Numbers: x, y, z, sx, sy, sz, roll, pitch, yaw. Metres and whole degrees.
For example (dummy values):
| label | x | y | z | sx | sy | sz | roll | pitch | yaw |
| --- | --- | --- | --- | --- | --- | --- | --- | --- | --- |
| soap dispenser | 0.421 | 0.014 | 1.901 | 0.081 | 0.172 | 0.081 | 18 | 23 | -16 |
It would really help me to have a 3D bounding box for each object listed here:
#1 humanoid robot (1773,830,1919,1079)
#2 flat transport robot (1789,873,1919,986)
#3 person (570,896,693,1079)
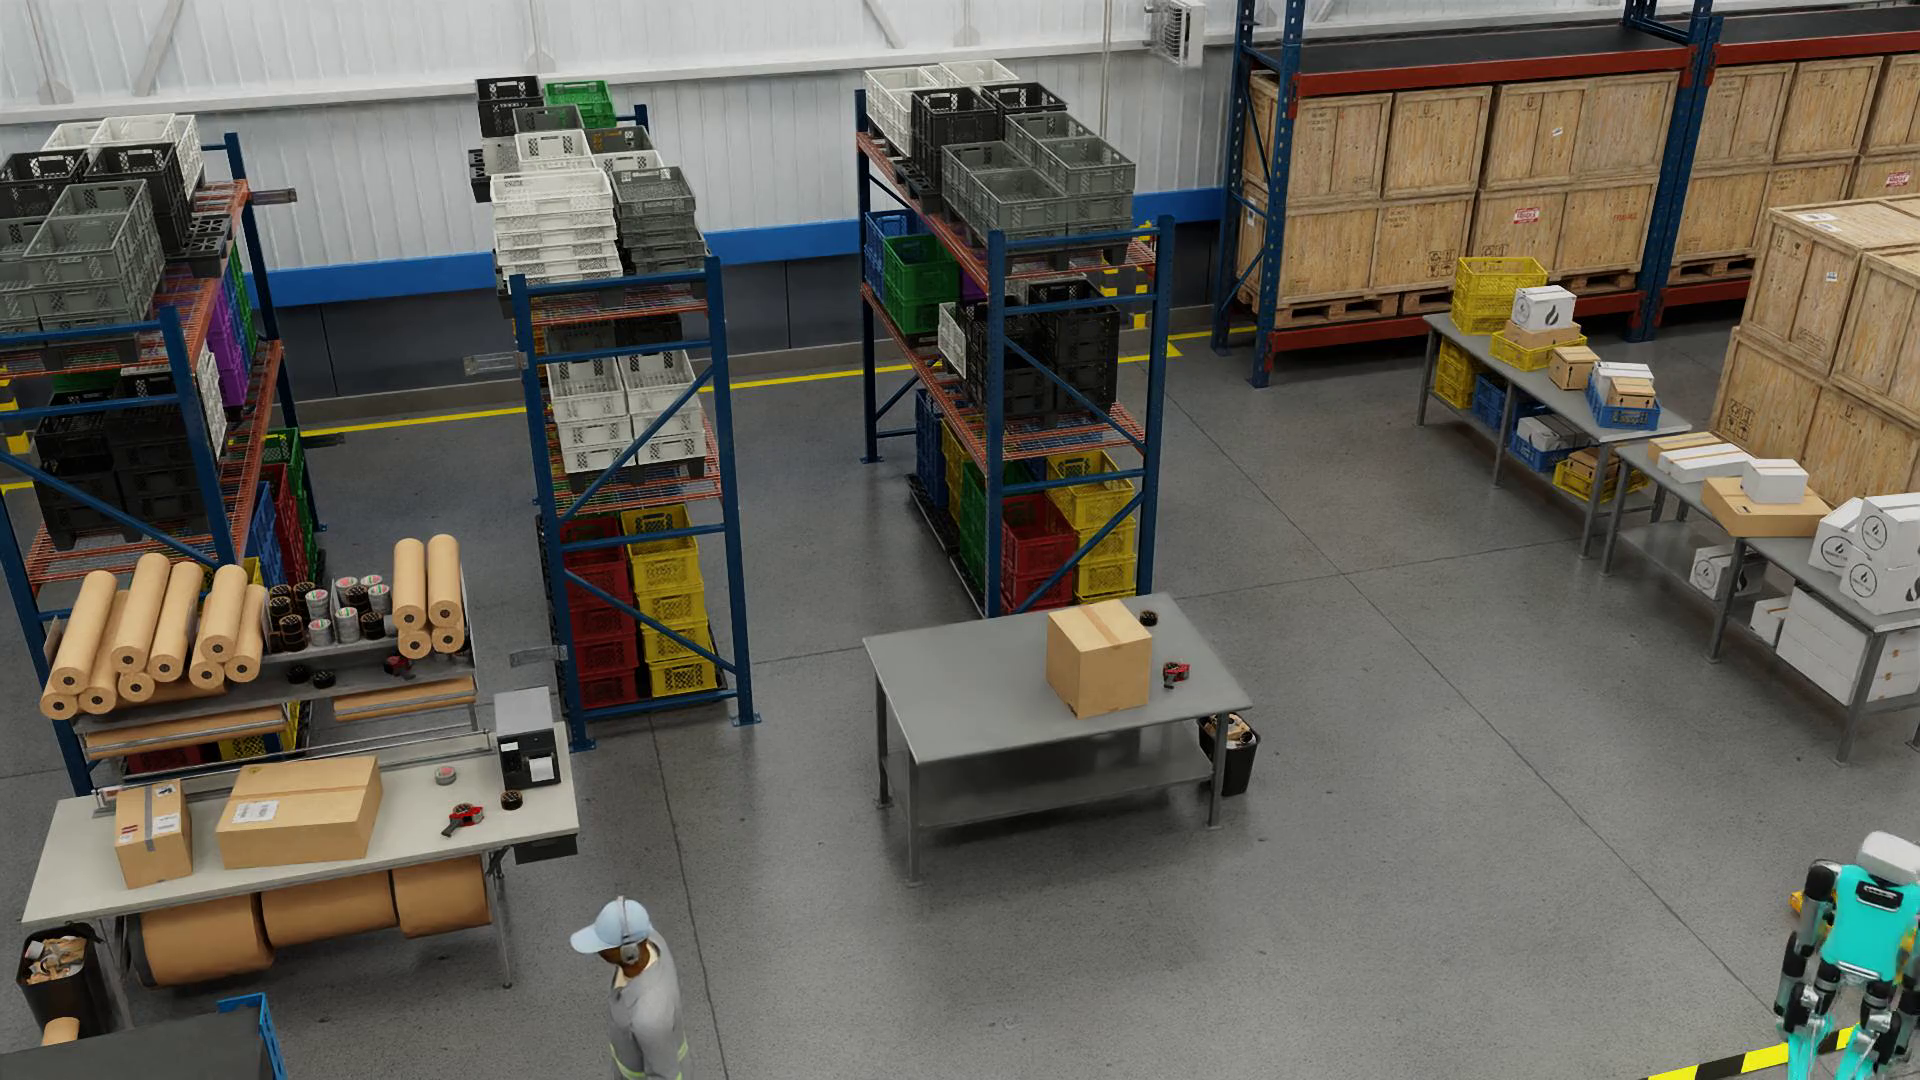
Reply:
| label | x | y | z | sx | sy | sz | roll | pitch | yaw |
| --- | --- | --- | --- | --- | --- | --- | --- | --- | --- |
| humanoid robot | 3.579 | 2.098 | 6.821 | 0.540 | 1.773 | 0.781 | 16 | 33 | 27 |
| flat transport robot | 5.163 | 1.916 | 8.676 | 1.431 | 0.231 | 0.659 | -8 | 30 | -14 |
| person | -1.260 | 2.152 | 6.602 | 0.395 | 1.850 | 0.597 | -8 | 30 | -14 |
